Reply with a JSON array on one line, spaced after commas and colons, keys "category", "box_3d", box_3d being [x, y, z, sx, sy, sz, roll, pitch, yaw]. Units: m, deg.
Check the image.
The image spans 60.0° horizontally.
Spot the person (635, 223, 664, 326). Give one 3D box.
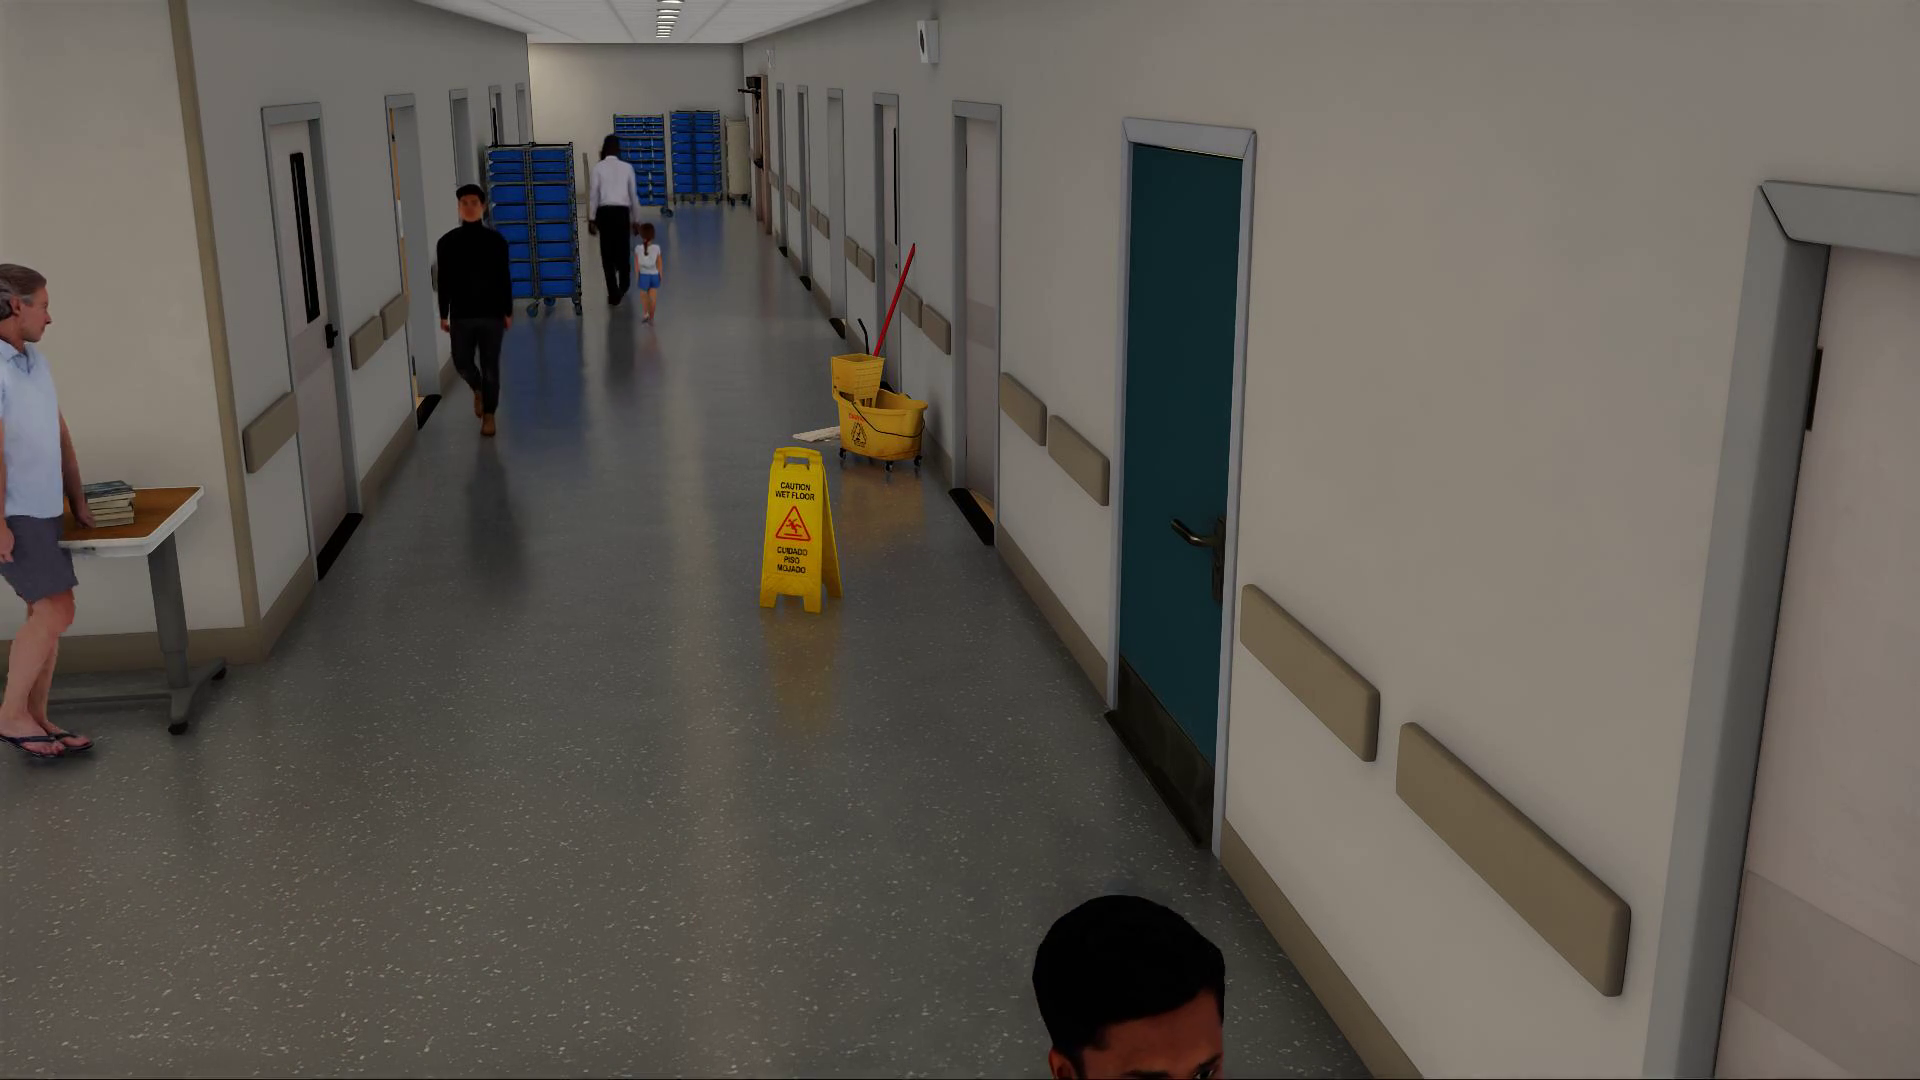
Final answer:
[{"category": "person", "box_3d": [-3.110, -2.649, 16.615, 0.428, 1.013, 0.440, -4, 16, -13]}]

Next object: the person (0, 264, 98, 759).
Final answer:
[{"category": "person", "box_3d": [-3.478, -0.070, 6.012, 0.784, 1.803, 0.597, 0, 16, -1]}]

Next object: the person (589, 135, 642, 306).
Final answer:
[{"category": "person", "box_3d": [-3.646, -3.314, 17.541, 0.732, 1.792, 1.189, -4, 16, -14]}]

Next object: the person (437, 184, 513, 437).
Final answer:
[{"category": "person", "box_3d": [-3.393, -1.617, 11.672, 0.670, 1.710, 0.908, -2, 16, -7]}]
